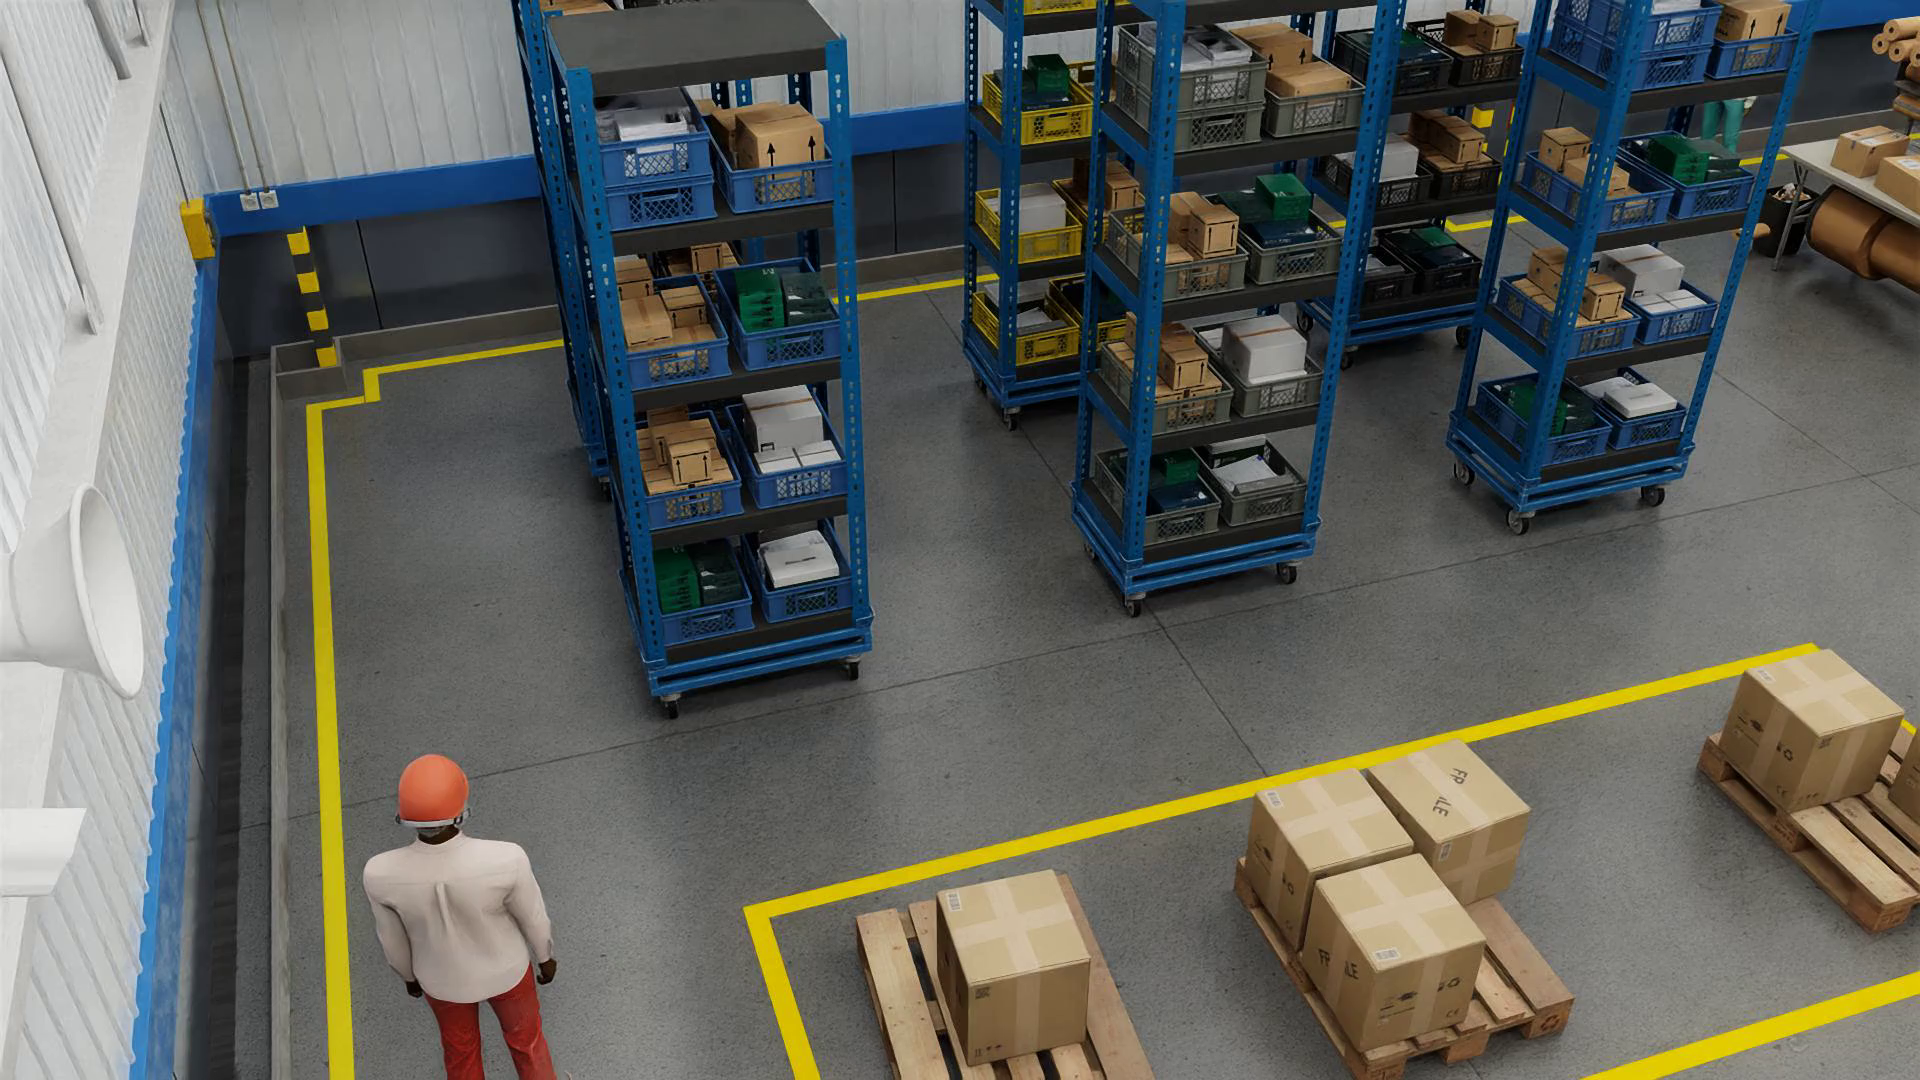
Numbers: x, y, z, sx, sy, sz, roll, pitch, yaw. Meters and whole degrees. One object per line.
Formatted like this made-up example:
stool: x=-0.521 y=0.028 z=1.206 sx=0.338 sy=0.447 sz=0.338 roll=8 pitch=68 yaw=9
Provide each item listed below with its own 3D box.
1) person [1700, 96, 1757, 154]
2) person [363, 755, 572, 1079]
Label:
person: x=6.508 y=-3.780 z=14.116 sx=0.318 sy=1.765 sz=0.532 roll=-18 pitch=39 yaw=-24
person: x=-1.836 y=1.594 z=6.299 sx=0.609 sy=1.995 sz=0.376 roll=-5 pitch=36 yaw=-8
